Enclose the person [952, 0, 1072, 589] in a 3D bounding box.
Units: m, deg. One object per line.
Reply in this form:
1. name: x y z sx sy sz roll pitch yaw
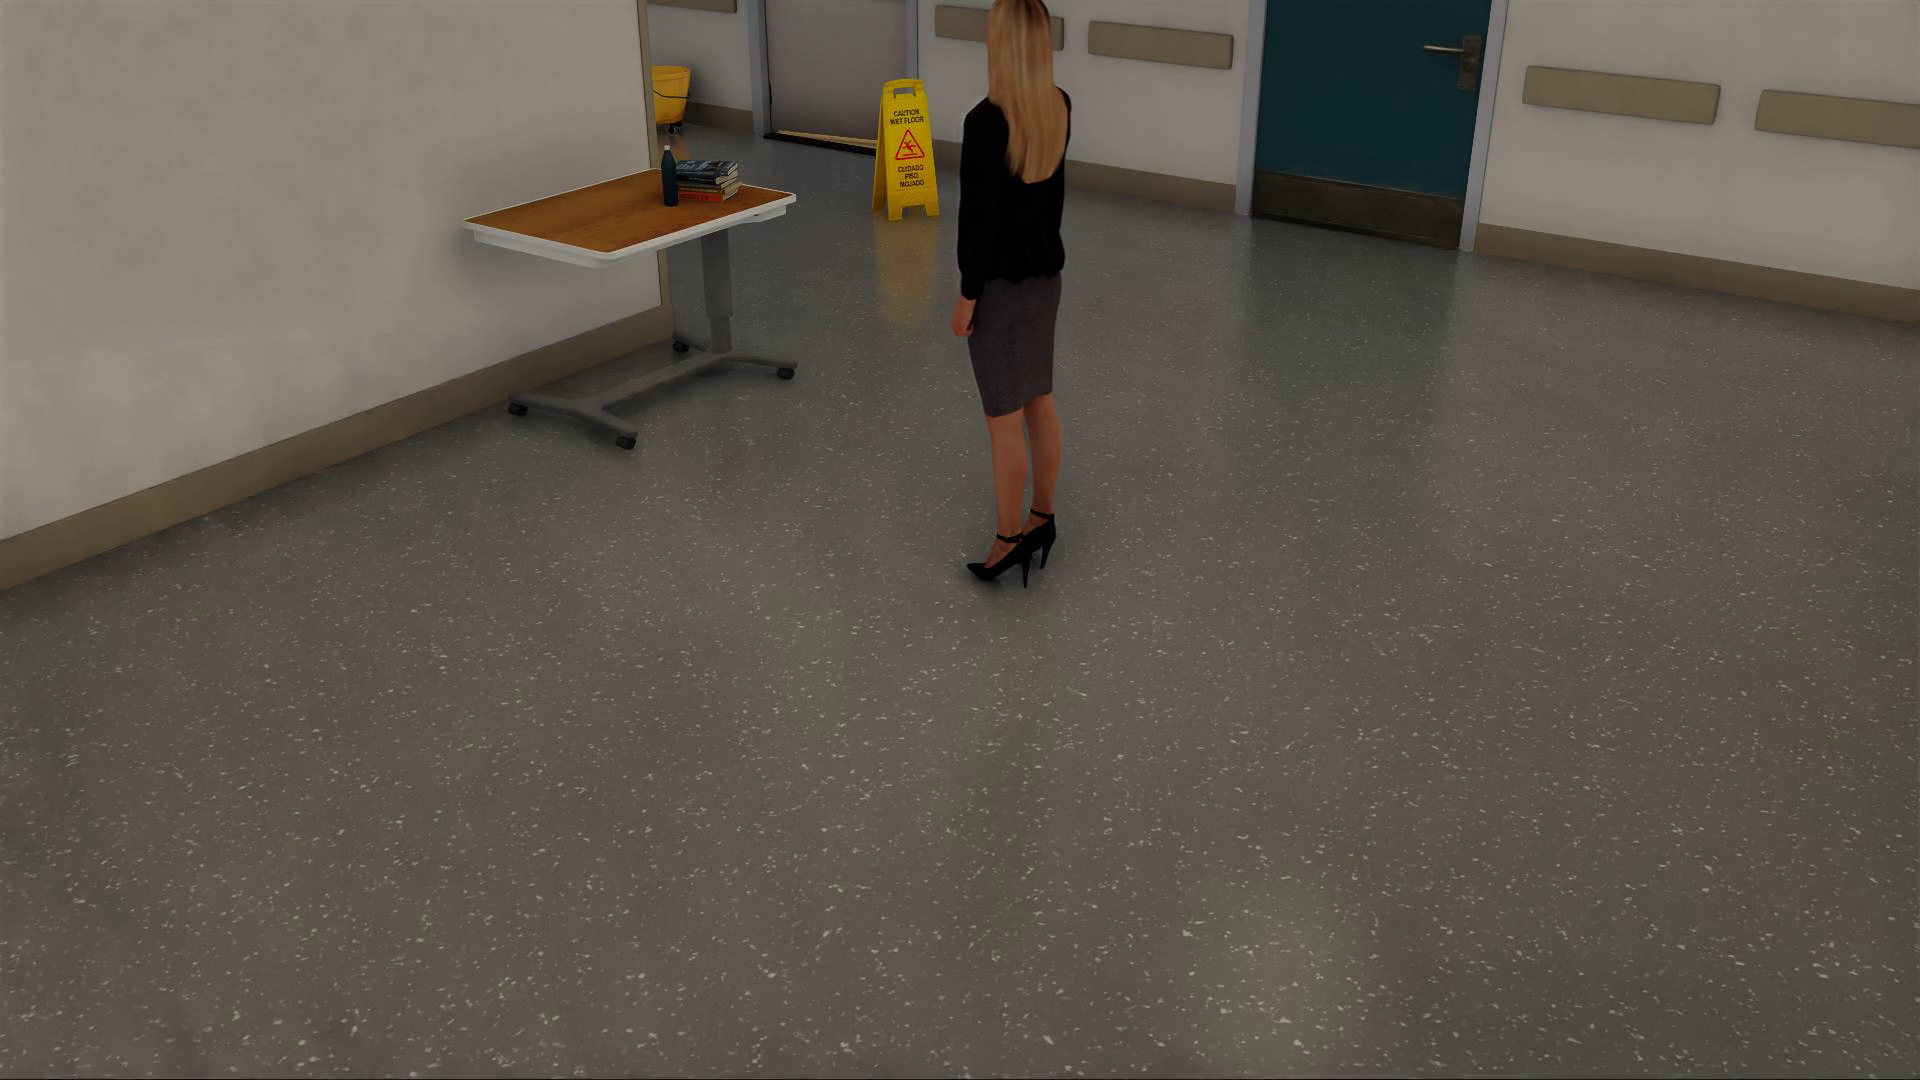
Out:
1. person: 0.172 -0.733 5.118 0.538 1.844 0.597 18 31 33
